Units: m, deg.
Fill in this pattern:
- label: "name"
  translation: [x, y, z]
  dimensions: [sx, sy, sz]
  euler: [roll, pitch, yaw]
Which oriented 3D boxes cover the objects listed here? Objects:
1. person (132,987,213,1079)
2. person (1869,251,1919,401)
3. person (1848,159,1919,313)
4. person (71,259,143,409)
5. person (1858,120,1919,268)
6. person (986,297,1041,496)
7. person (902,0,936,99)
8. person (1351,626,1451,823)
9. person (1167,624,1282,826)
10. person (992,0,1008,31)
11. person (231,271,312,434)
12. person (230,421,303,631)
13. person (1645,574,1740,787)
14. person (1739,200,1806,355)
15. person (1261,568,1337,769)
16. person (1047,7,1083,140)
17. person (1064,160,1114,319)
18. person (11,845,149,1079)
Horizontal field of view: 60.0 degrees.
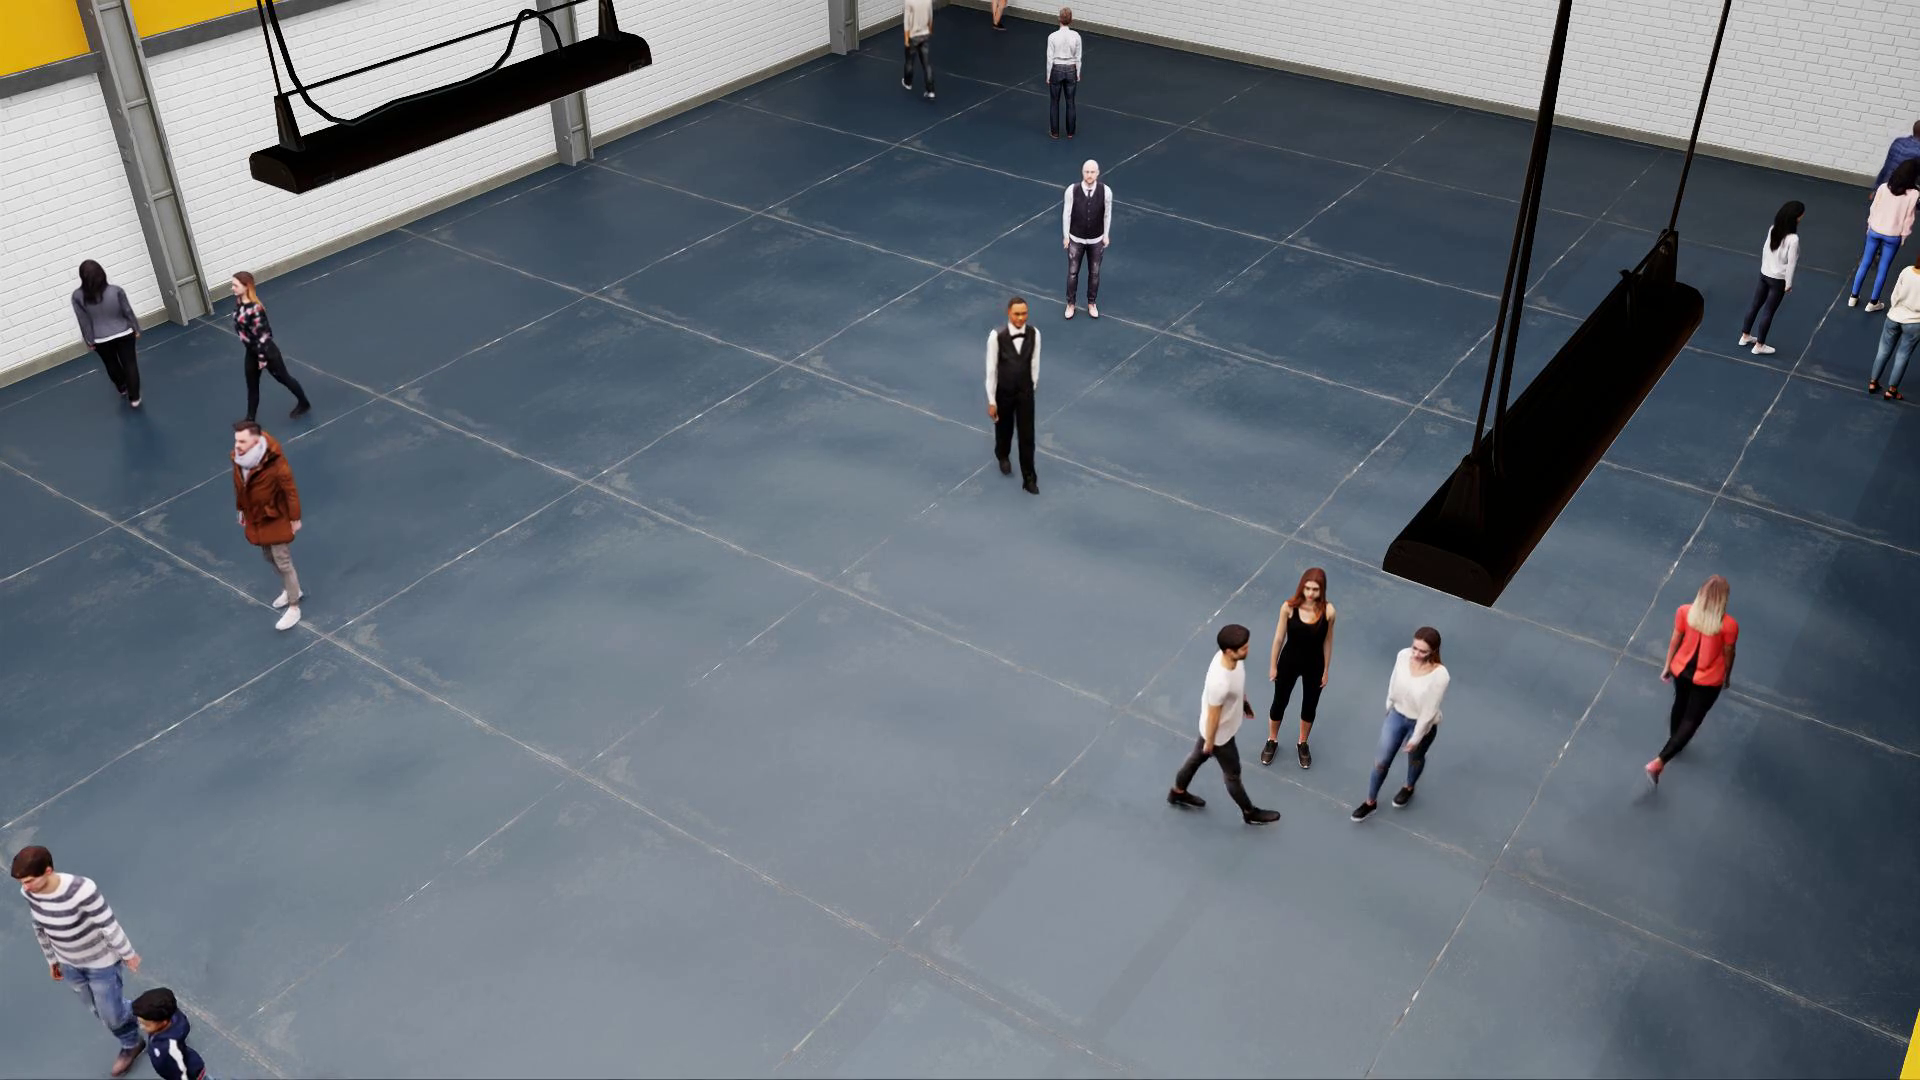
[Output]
- label: "person"
  translation: [-4.402, 2.992, 9.524]
  dimensions: [0.889, 1.204, 0.644]
  euler: [-27, 42, -34]
- label: "person"
  translation: [9.646, -2.230, 16.948]
  dimensions: [0.696, 1.683, 0.698]
  euler: [-16, 37, -23]
- label: "person"
  translation: [10.391, -3.429, 18.674]
  dimensions: [0.631, 1.768, 0.695]
  euler: [-25, 41, -33]
- label: "person"
  translation: [-8.560, -2.058, 16.784]
  dimensions: [0.978, 1.577, 0.999]
  euler: [-12, 36, -18]
- label: "person"
  translation: [10.965, -4.065, 19.597]
  dimensions: [1.007, 1.806, 0.934]
  euler: [-11, 35, -17]
- label: "person"
  translation: [0.458, -1.425, 15.560]
  dimensions: [1.172, 1.878, 1.226]
  euler: [-5, 34, -8]
- label: "person"
  translation: [-0.568, -7.431, 24.700]
  dimensions: [1.195, 1.764, 1.101]
  euler: [-15, 37, -22]
- label: "person"
  translation: [3.241, 1.246, 11.736]
  dimensions: [0.892, 1.664, 0.698]
  euler: [-28, 43, -35]
- label: "person"
  translation: [1.749, 1.272, 11.679]
  dimensions: [0.940, 1.682, 1.081]
  euler: [8, 34, 12]
- label: "person"
  translation: [0.632, -9.356, 27.799]
  dimensions: [0.723, 1.537, 0.776]
  euler: [-28, 42, -35]
- label: "person"
  translation: [-6.833, -1.884, 16.468]
  dimensions: [0.653, 1.637, 1.068]
  euler: [25, 41, 32]
- label: "person"
  translation: [-5.687, -0.199, 13.750]
  dimensions: [0.789, 1.839, 0.861]
  euler: [13, 36, 19]
- label: "person"
  translation: [5.282, 1.034, 12.051]
  dimensions: [1.133, 1.667, 0.749]
  euler: [-27, 42, -34]
- label: "person"
  translation: [8.724, -2.829, 17.833]
  dimensions: [0.752, 1.701, 0.708]
  euler: [-8, 35, -12]
- label: "person"
  translation: [2.504, 0.917, 12.174]
  dimensions: [0.650, 1.725, 0.644]
  euler: [6, 34, 9]
- label: "person"
  translation: [1.452, -6.554, 23.328]
  dimensions: [0.737, 1.820, 0.778]
  euler: [-3, 34, -4]
- label: "person"
  translation: [1.413, -3.353, 18.511]
  dimensions: [0.782, 1.822, 0.797]
  euler: [0, 34, 1]
- label: "person"
  translation: [-5.107, 2.398, 9.857]
  dimensions: [0.792, 1.824, 0.854]
  euler: [7, 34, 11]
